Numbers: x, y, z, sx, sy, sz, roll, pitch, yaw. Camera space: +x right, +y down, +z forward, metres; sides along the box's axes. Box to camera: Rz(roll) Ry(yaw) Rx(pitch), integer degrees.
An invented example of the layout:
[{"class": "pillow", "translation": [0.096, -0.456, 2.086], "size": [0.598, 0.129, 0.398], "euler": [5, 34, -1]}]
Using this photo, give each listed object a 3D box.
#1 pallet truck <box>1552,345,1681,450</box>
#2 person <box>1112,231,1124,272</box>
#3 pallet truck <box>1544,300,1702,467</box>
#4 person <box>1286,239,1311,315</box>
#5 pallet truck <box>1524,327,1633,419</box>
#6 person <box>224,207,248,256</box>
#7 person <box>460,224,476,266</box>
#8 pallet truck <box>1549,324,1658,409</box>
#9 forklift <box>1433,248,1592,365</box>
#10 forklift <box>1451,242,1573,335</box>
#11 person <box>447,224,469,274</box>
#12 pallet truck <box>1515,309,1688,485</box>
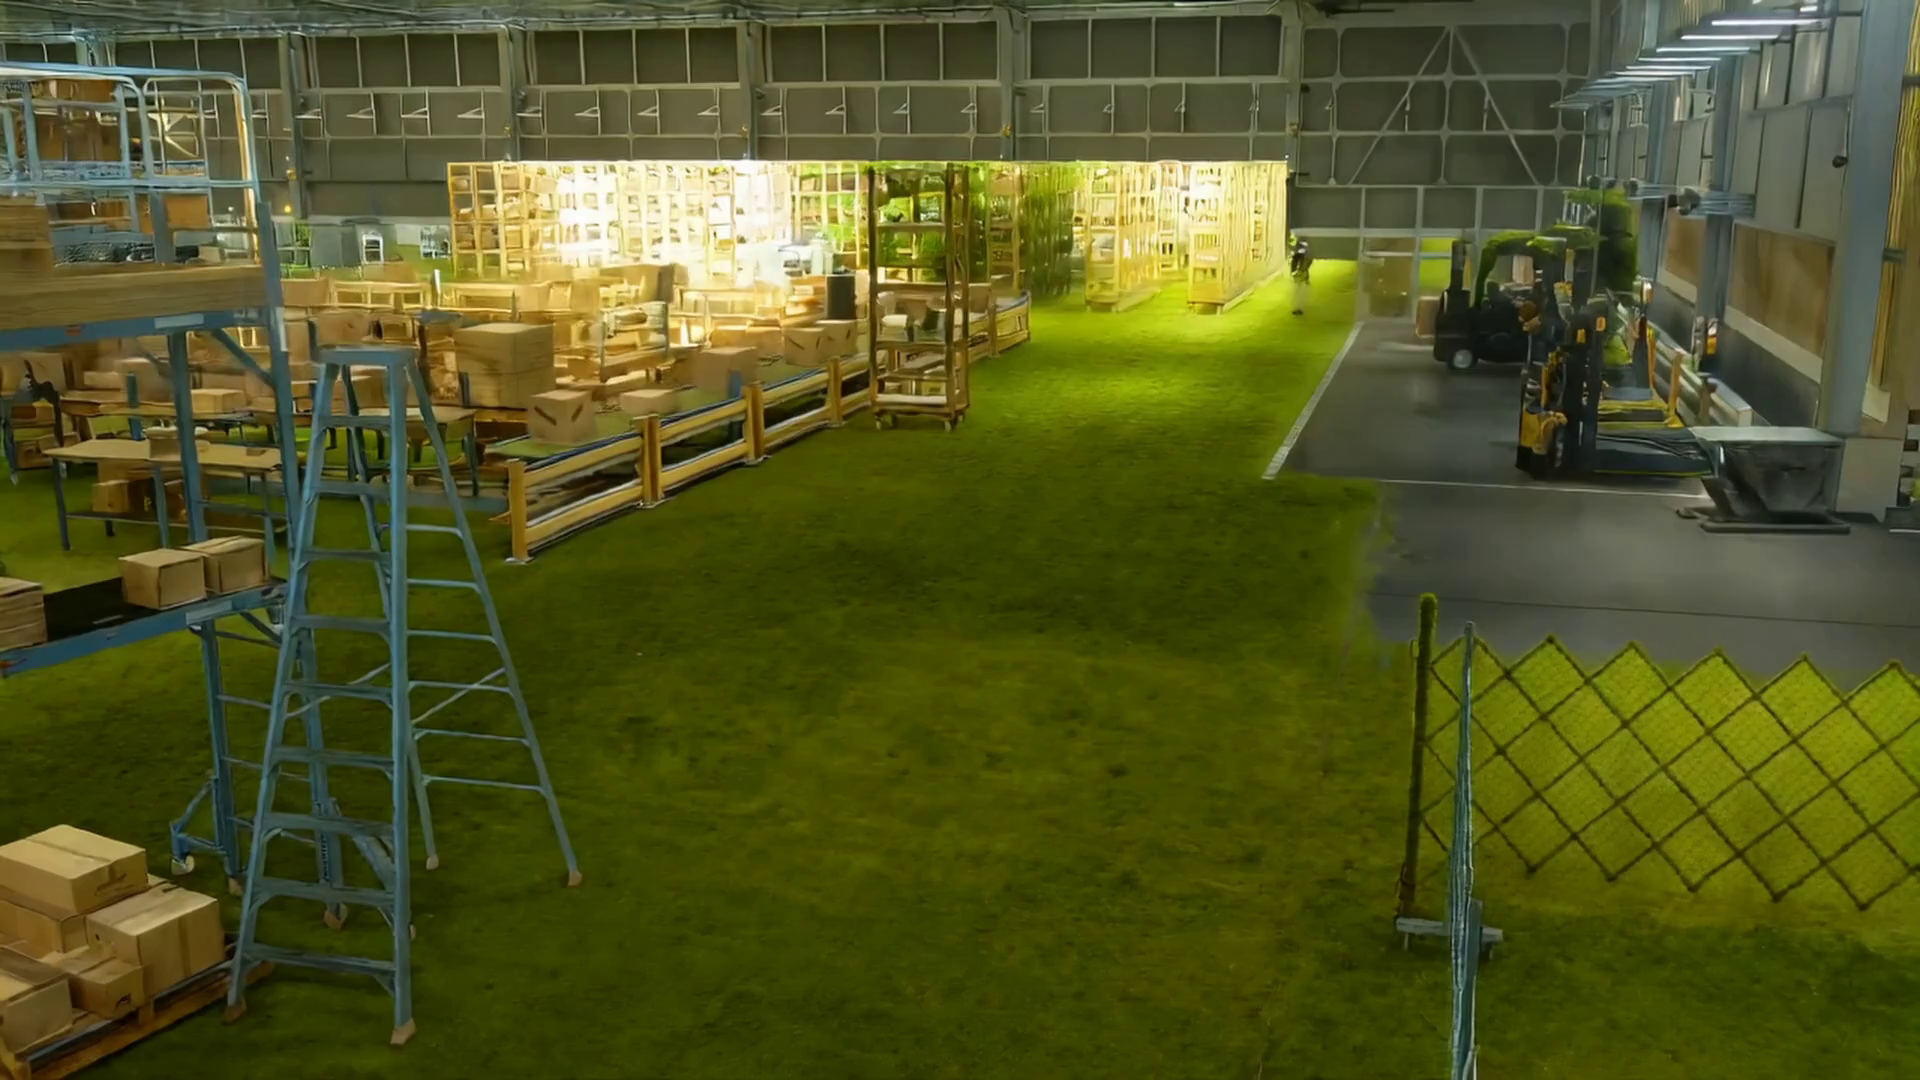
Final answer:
[{"class": "pallet truck", "translation": [8.641, -1.896, 21.908], "size": [1.630, 1.274, 0.653], "euler": [4, 14, 16]}, {"class": "person", "translation": [4.368, -7.870, 46.677], "size": [0.947, 1.786, 0.634], "euler": [-6, 14, -24]}, {"class": "pallet truck", "translation": [8.263, -1.952, 20.631], "size": [1.885, 1.965, 0.823], "euler": [5, 14, 20]}, {"class": "person", "translation": [7.978, -6.249, 39.591], "size": [0.731, 1.810, 0.620], "euler": [-6, 14, -23]}, {"class": "pallet truck", "translation": [9.065, -2.460, 24.370], "size": [1.522, 1.261, 0.704], "euler": [3, 13, 14]}, {"class": "person", "translation": [-27.461, -11.676, 63.026], "size": [1.174, 1.840, 0.628], "euler": [7, 15, 28]}, {"class": "person", "translation": [-15.248, -9.121, 51.694], "size": [0.959, 1.963, 0.633], "euler": [-1, 13, -5]}, {"class": "pallet truck", "translation": [9.824, -2.669, 25.407], "size": [1.601, 1.201, 0.680], "euler": [4, 14, 16]}, {"class": "forklift", "translation": [9.780, -4.111, 29.280], "size": [2.680, 1.987, 1.157], "euler": [3, 13, 14]}, {"class": "forklift", "translation": [10.464, -4.597, 31.405], "size": [2.680, 1.987, 1.157], "euler": [4, 14, 16]}, {"class": "person", "translation": [-14.511, -8.257, 48.183], "size": [0.650, 1.866, 0.983], "euler": [-1, 13, -2]}, {"class": "pallet truck", "translation": [7.554, -1.677, 19.446], "size": [1.885, 1.965, 0.823], "euler": [3, 13, 14]}]
